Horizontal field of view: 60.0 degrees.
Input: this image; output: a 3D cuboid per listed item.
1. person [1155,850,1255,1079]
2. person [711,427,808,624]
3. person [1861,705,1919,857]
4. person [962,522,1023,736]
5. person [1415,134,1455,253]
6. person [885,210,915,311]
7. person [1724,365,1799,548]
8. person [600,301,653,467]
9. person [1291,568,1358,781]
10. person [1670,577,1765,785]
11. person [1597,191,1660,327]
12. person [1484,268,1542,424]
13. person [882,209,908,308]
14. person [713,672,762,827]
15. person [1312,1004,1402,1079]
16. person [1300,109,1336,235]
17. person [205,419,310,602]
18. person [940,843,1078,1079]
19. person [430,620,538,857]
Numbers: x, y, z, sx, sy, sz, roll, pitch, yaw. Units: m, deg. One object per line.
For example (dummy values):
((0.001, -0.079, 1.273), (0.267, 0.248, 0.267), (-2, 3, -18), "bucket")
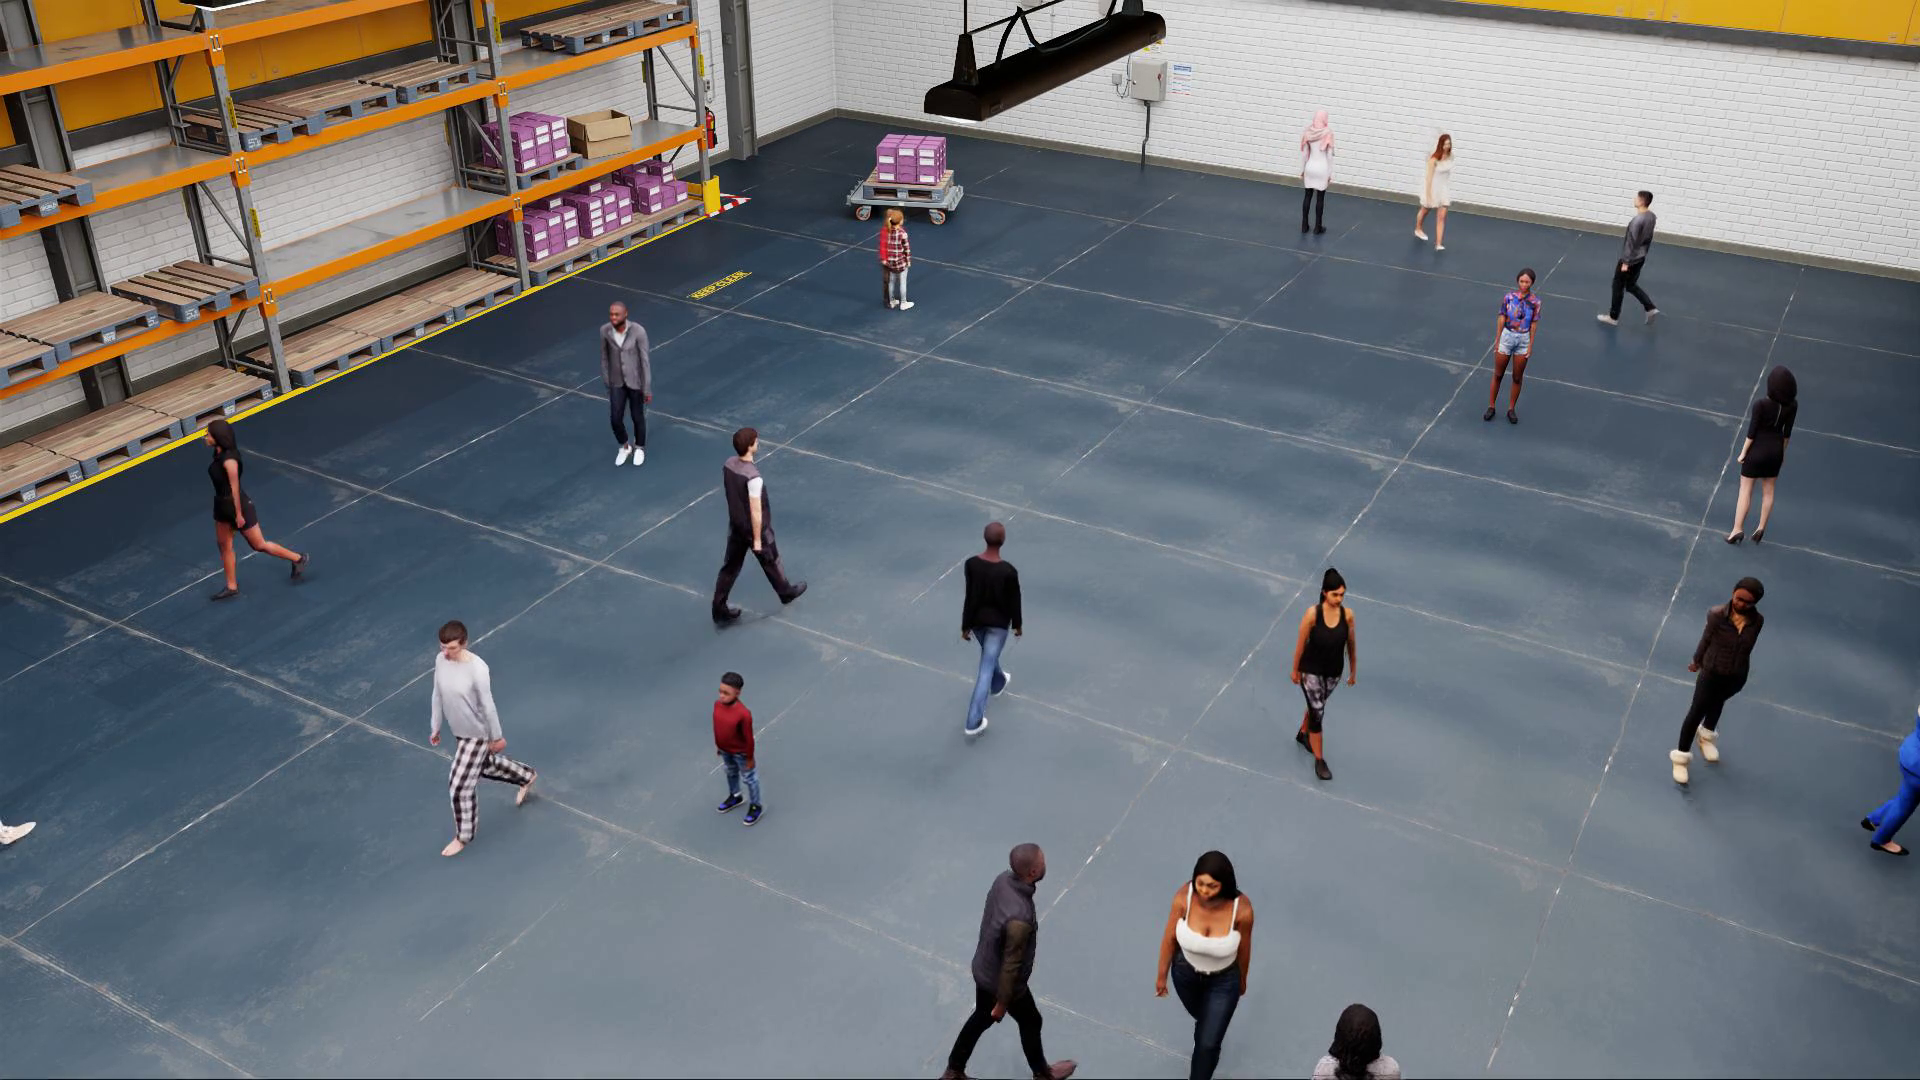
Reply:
((1.460, 2.500, 9.765), (0.717, 1.761, 1.188), (13, 31, 22), "person")
((-1.920, -0.080, 14.451), (1.270, 1.802, 0.958), (-24, 37, -37), "person")
((6.579, 1.573, 11.563), (0.768, 1.667, 0.577), (8, 30, 14), "person")
((0.202, 0.727, 13.082), (0.672, 1.698, 1.180), (13, 31, 22), "person")
((6.705, -4.930, 23.525), (1.081, 1.629, 1.221), (-7, 29, -12), "person")
((-0.809, -3.623, 21.465), (0.516, 1.306, 0.514), (16, 32, 27), "person")
((7.598, -0.778, 15.730), (0.660, 1.804, 0.671), (-2, 29, -3), "person")
((-3.430, -1.660, 17.345), (0.829, 1.807, 0.825), (2, 29, 3), "person")
((2.743, 0.940, 12.748), (0.958, 1.643, 1.012), (-8, 30, -14), "person")
((5.765, 1.090, 12.479), (0.944, 1.637, 0.802), (14, 32, 25), "person")
((8.457, -3.467, 20.724), (0.987, 1.743, 0.879), (-23, 36, -36), "person")
((6.099, -2.150, 18.309), (0.636, 1.742, 0.596), (8, 30, 14), "person")
((-0.870, -3.667, 21.574), (0.566, 1.280, 0.640), (-12, 31, -21), "person")
((-1.633, 1.492, 12.147), (0.529, 1.251, 0.517), (21, 35, 33), "person")
((2.047, 3.171, 8.727), (0.945, 1.577, 1.142), (1, 29, 2), "person")
((5.166, -5.343, 24.099), (0.627, 1.803, 0.585), (17, 33, 29), "person")
((-6.402, -0.279, 14.913), (1.195, 1.711, 0.875), (-21, 35, -34), "person")
((0.165, 2.553, 9.639), (1.174, 1.790, 1.140), (-3, 29, -5), "person")
((-3.421, 1.318, 11.890), (0.757, 1.803, 1.186), (21, 35, 34), "person")
